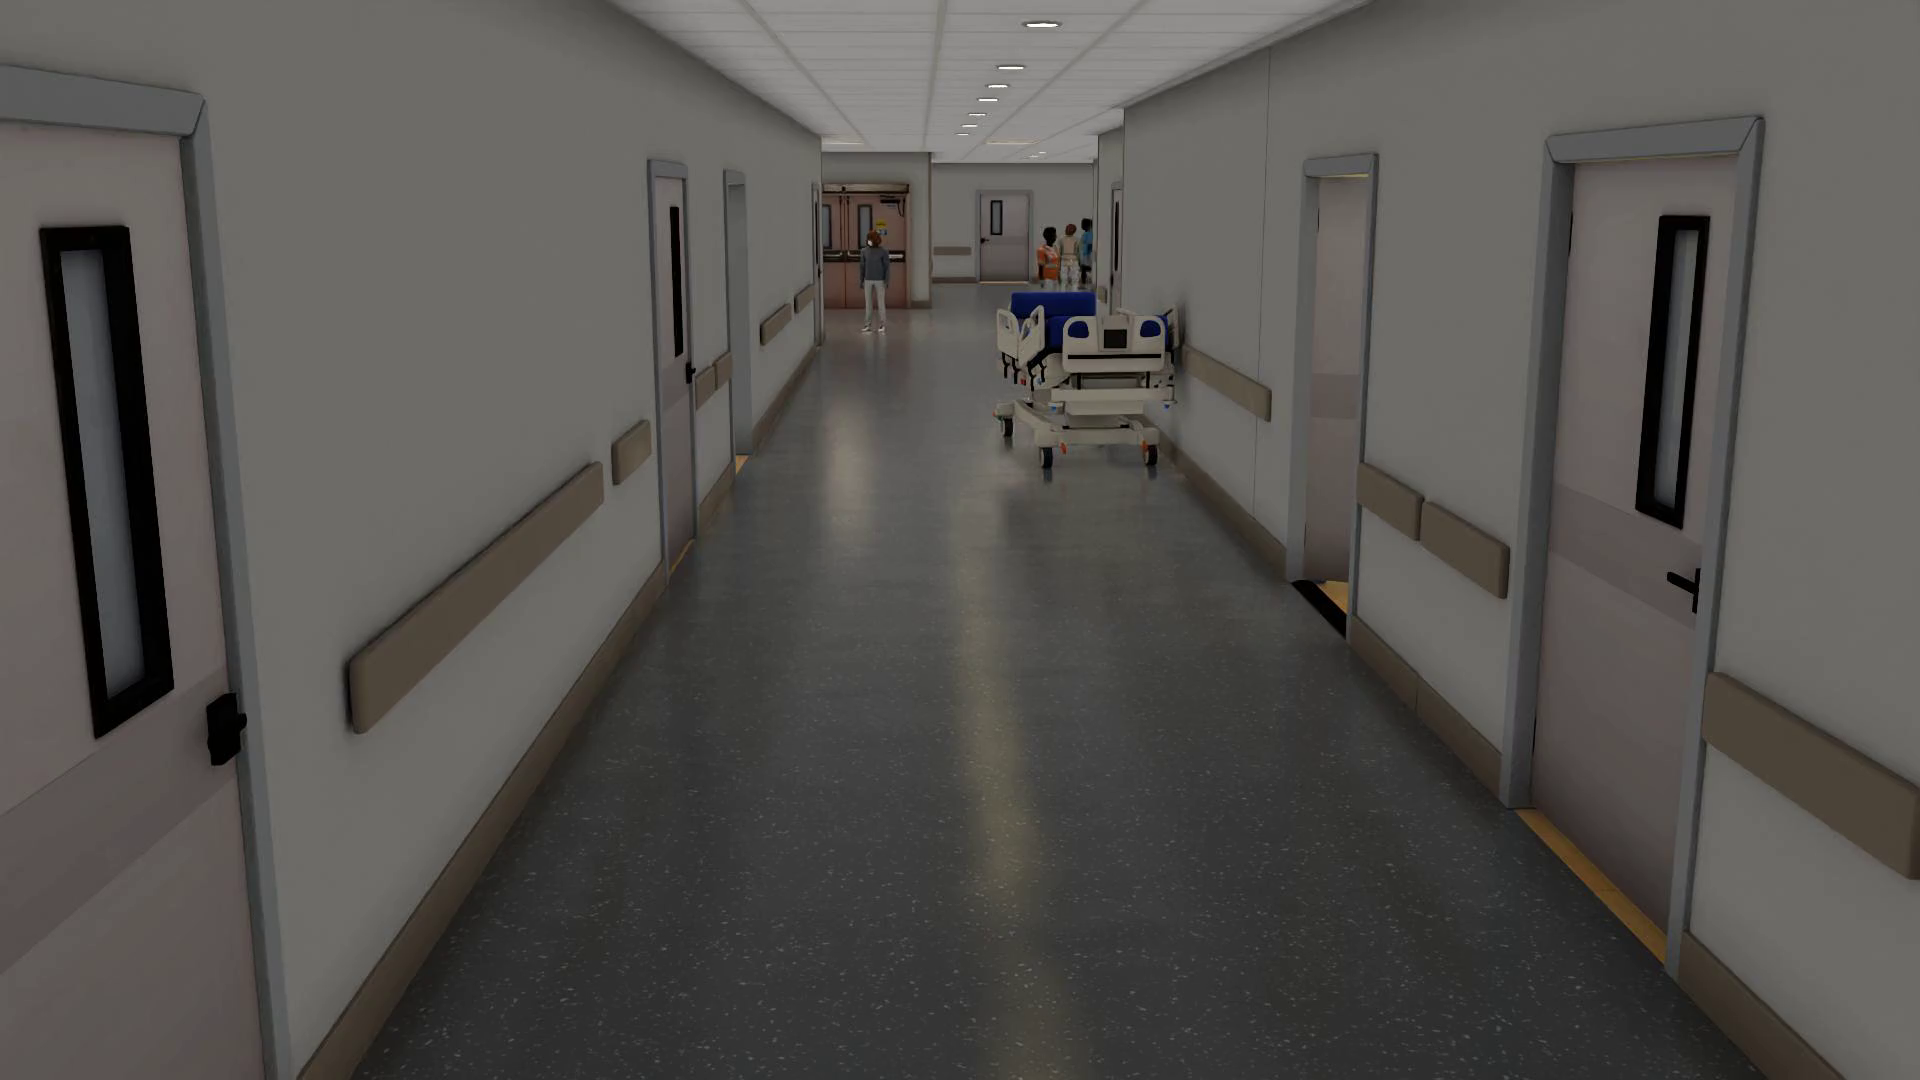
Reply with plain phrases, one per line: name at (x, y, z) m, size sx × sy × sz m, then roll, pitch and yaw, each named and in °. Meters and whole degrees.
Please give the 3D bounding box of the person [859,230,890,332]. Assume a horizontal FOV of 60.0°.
person at (-1.379, -4.161, 26.766) m, size 0.506 × 1.632 × 0.283 m, roll 4°, pitch 12°, yaw 17°

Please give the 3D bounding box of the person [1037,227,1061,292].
person at (1.406, -4.308, 27.364) m, size 0.510 × 1.680 × 0.545 m, roll 9°, pitch 15°, yaw 37°

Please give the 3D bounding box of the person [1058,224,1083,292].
person at (2.180, -5.422, 32.898) m, size 0.523 × 1.638 × 0.310 m, roll 4°, pitch 12°, yaw 18°
